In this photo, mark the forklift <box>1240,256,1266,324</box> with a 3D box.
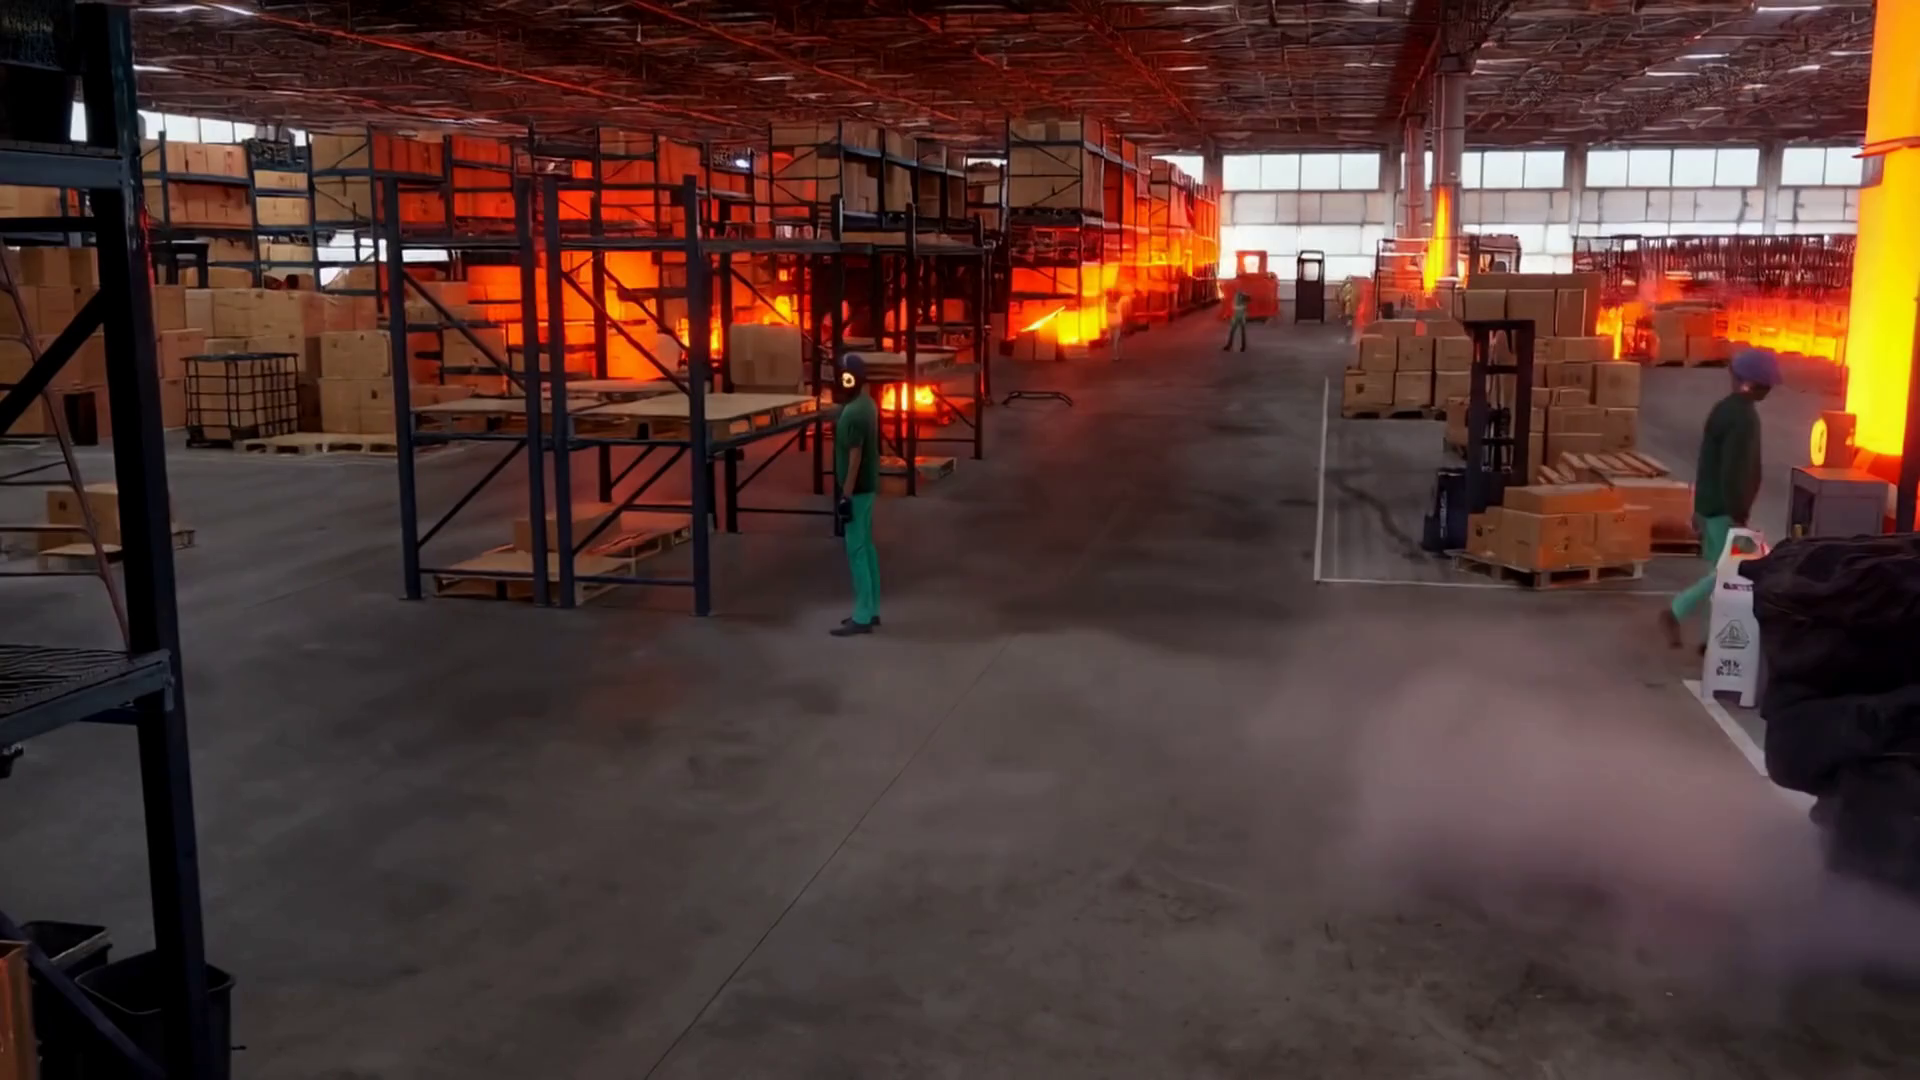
[{"bbox_3d":[11.125,-9.665,63.441,1.129,2.768,1.873,2,10,12],"label":"forklift"}]

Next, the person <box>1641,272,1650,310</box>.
[{"bbox_3d":[33.156,-12.026,80.505,0.456,1.830,0.602,-1,10,-6],"label":"person"}]

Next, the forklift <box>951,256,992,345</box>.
[{"bbox_3d":[0.217,-6.890,47.008,1.129,2.768,1.873,2,10,12],"label":"forklift"}]

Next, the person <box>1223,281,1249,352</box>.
[{"bbox_3d":[7.402,-5.953,44.366,0.562,1.885,0.973,8,12,39],"label":"person"}]

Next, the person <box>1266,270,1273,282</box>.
[{"bbox_3d":[16.451,-13.533,89.348,0.660,1.869,0.906,-6,11,-32],"label":"person"}]

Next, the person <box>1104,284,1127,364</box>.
[{"bbox_3d":[3.699,-5.122,39.440,0.594,1.903,0.541,6,11,31],"label":"person"}]

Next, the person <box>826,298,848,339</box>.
[{"bbox_3d":[-2.784,-4.849,37.665,0.425,1.945,0.628,6,11,32],"label":"person"}]

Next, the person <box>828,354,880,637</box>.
[{"bbox_3d":[-0.699,-0.290,10.935,0.328,1.865,0.519,2,10,13],"label":"person"}]

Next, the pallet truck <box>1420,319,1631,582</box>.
[{"bbox_3d":[4.543,-0.757,13.299,0.823,1.965,1.885,-4,10,-22],"label":"pallet truck"}]

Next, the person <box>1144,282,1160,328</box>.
[{"bbox_3d":[6.776,-8.420,59.648,0.784,1.670,0.537,-2,10,-13],"label":"person"}]

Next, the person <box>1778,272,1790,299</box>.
[{"bbox_3d":[35.884,-10.711,72.507,0.407,1.910,0.640,2,10,13],"label":"person"}]

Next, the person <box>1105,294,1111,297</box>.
[{"bbox_3d":[7.848,-13.320,88.235,0.597,1.815,0.478,2,10,10],"label":"person"}]

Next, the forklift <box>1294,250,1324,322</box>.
[{"bbox_3d":[13.778,-10.002,65.433,1.129,2.768,1.873,2,10,12],"label":"forklift"}]

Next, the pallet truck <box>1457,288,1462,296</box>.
[{"bbox_3d":[20.506,-9.785,68.819,0.653,1.274,1.630,2,10,12],"label":"pallet truck"}]

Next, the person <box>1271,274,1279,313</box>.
[{"bbox_3d":[14.418,-11.276,76.134,0.532,1.809,0.608,4,10,22],"label":"person"}]

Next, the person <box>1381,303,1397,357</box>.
[{"bbox_3d":[7.773,-3.520,30.623,0.843,1.654,0.556,2,10,11],"label":"person"}]

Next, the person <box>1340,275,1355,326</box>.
[{"bbox_3d":[14.408,-8.891,61.789,0.593,1.878,1.010,6,12,33],"label":"person"}]

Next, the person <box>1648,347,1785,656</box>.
[{"bbox_3d":[4.611,-0.204,10.147,0.608,1.957,0.684,1,10,7],"label":"person"}]

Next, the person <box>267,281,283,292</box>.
[{"bbox_3d":[-19.504,-6.469,47.513,0.655,1.877,0.891,-1,10,-7],"label":"person"}]

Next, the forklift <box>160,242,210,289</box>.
[{"bbox_3d":[-16.063,-4.810,34.690,1.129,2.768,1.873,2,10,12],"label":"forklift"}]

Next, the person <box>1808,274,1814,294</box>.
[{"bbox_3d":[45.216,-13.321,88.383,0.812,1.815,0.604,0,10,0],"label":"person"}]
